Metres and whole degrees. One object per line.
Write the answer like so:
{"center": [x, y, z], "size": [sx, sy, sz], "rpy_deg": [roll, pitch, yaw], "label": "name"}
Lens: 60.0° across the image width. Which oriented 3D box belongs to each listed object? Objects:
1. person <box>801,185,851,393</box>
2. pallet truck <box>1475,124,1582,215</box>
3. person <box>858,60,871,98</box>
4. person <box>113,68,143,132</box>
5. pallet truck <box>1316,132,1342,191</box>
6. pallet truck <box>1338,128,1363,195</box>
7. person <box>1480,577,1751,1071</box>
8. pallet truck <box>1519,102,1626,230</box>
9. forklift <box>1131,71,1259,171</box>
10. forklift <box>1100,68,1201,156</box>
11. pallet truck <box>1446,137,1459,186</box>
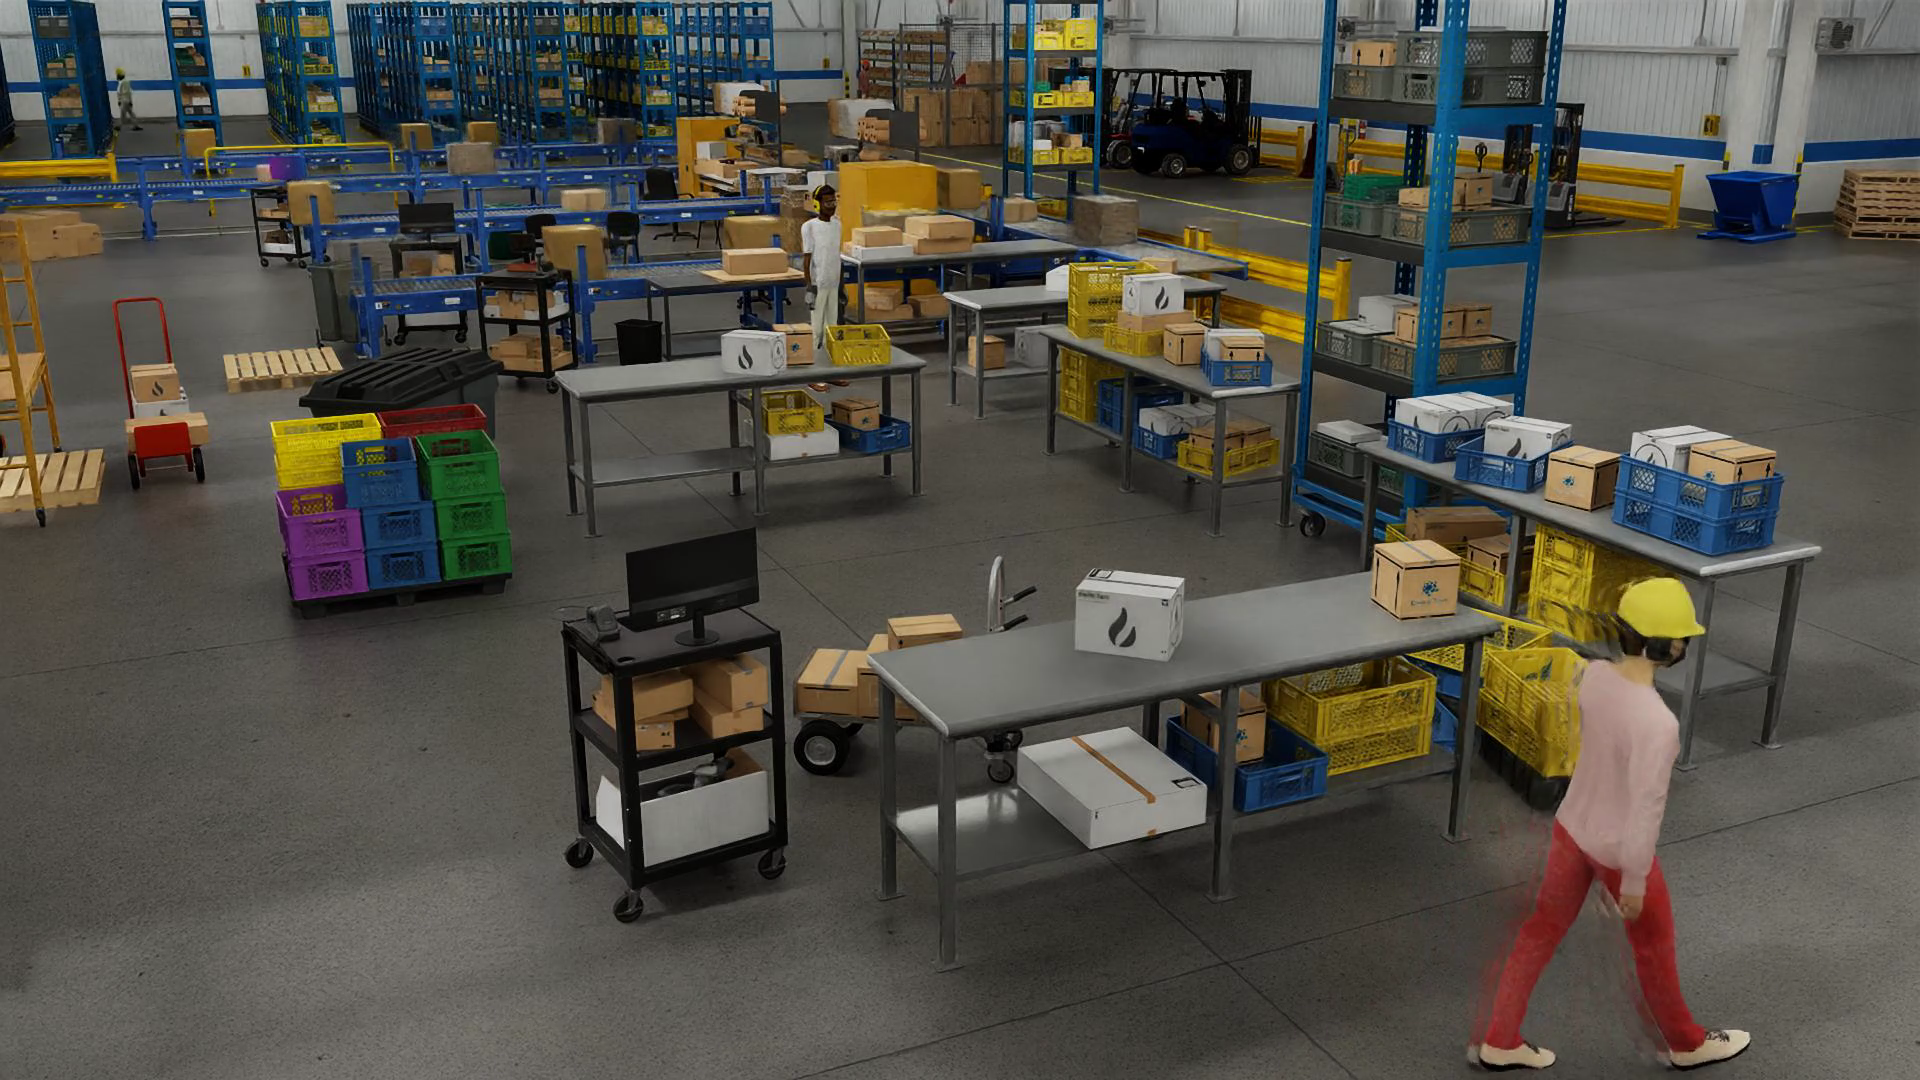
{"center": [-1.221, -2.305, 15.235], "size": [0.328, 1.873, 0.520], "rpy_deg": [13, 22, 36], "label": "person"}
{"center": [9.707, -6.455, 28.103], "size": [1.885, 1.965, 0.823], "rpy_deg": [-7, 19, -20], "label": "pallet truck"}
{"center": [-2.885, -13.587, 50.599], "size": [0.400, 1.987, 0.608], "rpy_deg": [-6, 19, -18], "label": "person"}
{"center": [-24.454, -12.835, 48.543], "size": [0.943, 1.778, 0.609], "rpy_deg": [-13, 22, -34], "label": "person"}
{"center": [7.723, -7.504, 32.656], "size": [1.601, 1.201, 0.680], "rpy_deg": [-8, 19, -23], "label": "pallet truck"}
{"center": [7.845, -7.140, 31.411], "size": [1.522, 1.261, 0.704], "rpy_deg": [-9, 20, -25], "label": "pallet truck"}
{"center": [2.129, 0.931, 5.275], "size": [0.895, 1.711, 0.543], "rpy_deg": [-2, 18, -8], "label": "person"}
{"center": [9.972, -6.037, 26.785], "size": [1.885, 1.965, 0.823], "rpy_deg": [-9, 20, -25], "label": "pallet truck"}
{"center": [4.998, -8.936, 35.413], "size": [2.680, 1.987, 1.157], "rpy_deg": [-9, 20, -25], "label": "forklift"}
{"center": [4.082, -9.564, 37.410], "size": [2.680, 1.987, 1.157], "rpy_deg": [-8, 19, -23], "label": "forklift"}
{"center": [9.184, -6.485, 29.328], "size": [1.630, 1.274, 0.653], "rpy_deg": [-8, 19, -23], "label": "pallet truck"}
